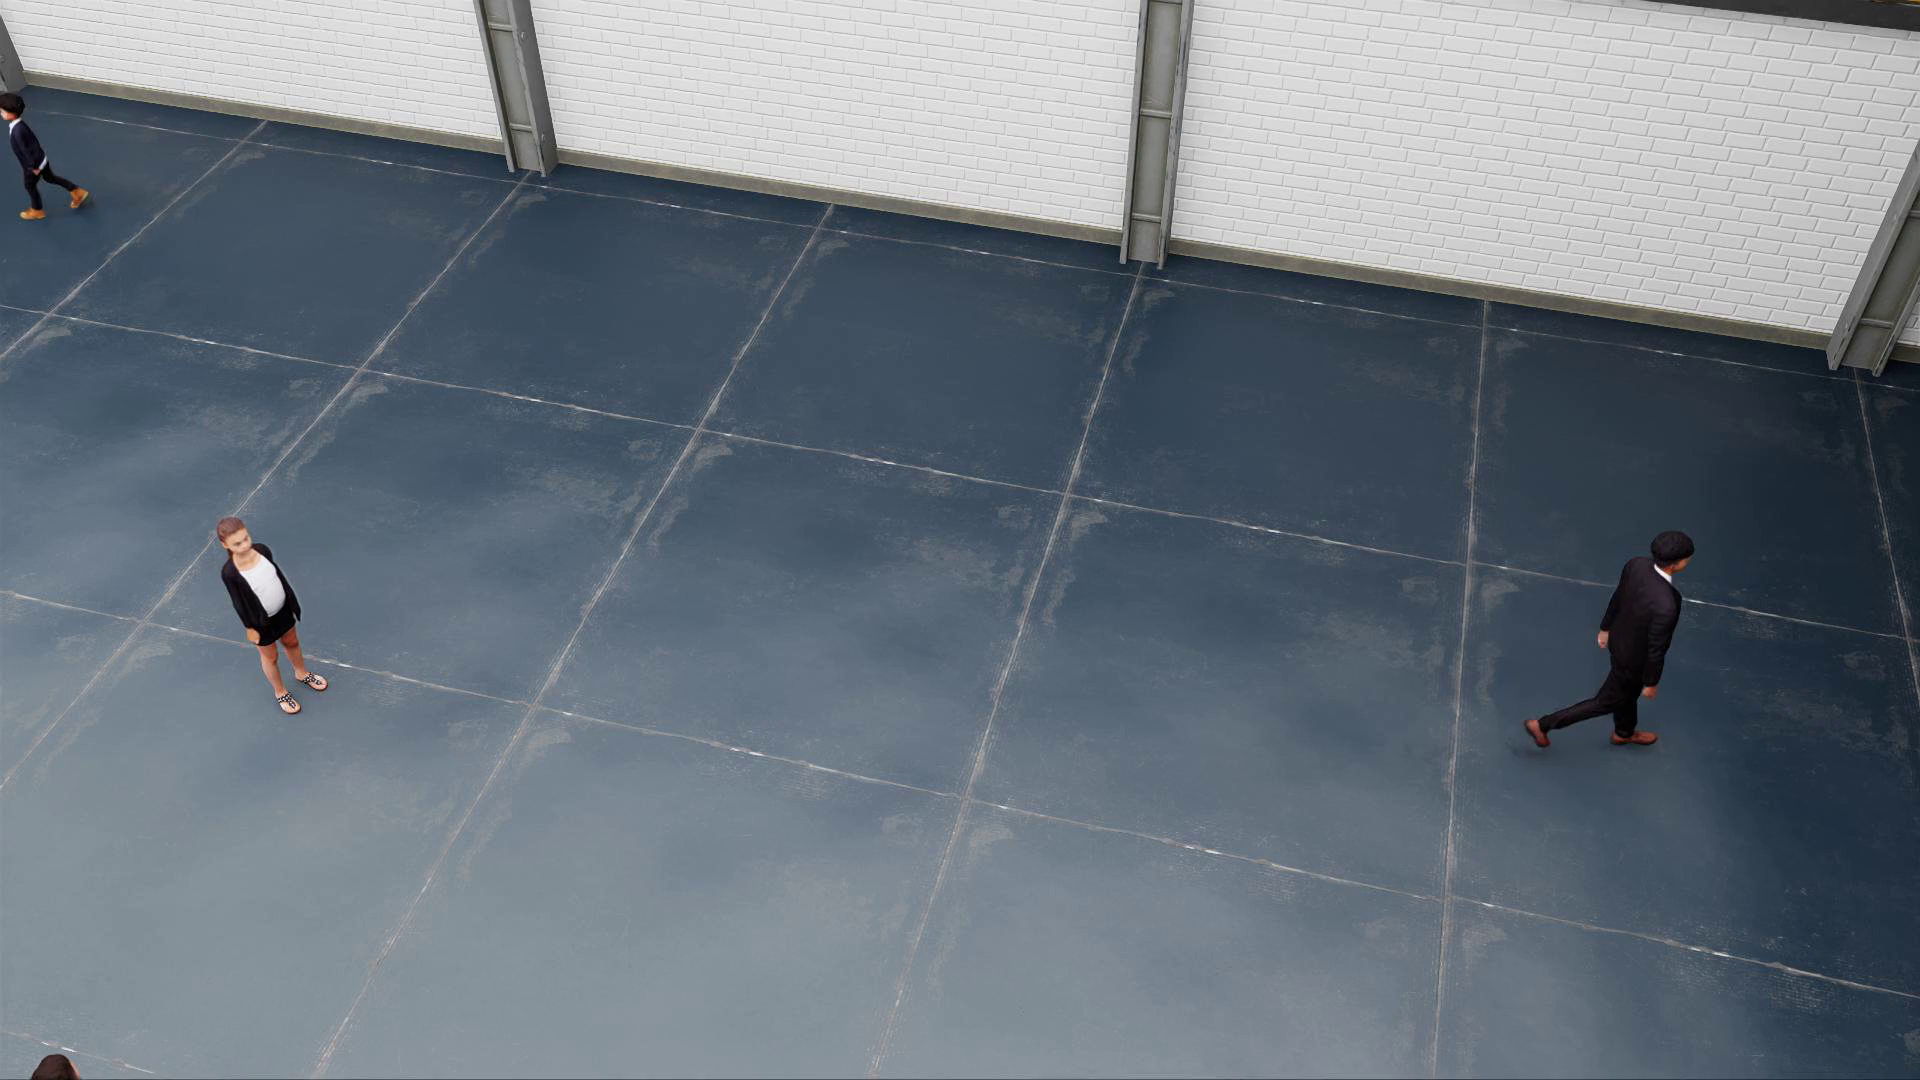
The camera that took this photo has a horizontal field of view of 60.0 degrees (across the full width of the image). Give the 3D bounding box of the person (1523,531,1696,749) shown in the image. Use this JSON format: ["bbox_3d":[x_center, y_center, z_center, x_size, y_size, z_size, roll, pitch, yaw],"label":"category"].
[{"bbox_3d":[4.059,0.687,10.258,1.253,1.857,0.926,-1,44,-1],"label":"person"}]

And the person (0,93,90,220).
[{"bbox_3d":[-8.377,-3.500,15.120,0.912,1.212,0.765,-11,45,-12],"label":"person"}]

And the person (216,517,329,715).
[{"bbox_3d":[-4.481,0.451,10.723,0.625,1.556,0.597,23,48,23],"label":"person"}]
